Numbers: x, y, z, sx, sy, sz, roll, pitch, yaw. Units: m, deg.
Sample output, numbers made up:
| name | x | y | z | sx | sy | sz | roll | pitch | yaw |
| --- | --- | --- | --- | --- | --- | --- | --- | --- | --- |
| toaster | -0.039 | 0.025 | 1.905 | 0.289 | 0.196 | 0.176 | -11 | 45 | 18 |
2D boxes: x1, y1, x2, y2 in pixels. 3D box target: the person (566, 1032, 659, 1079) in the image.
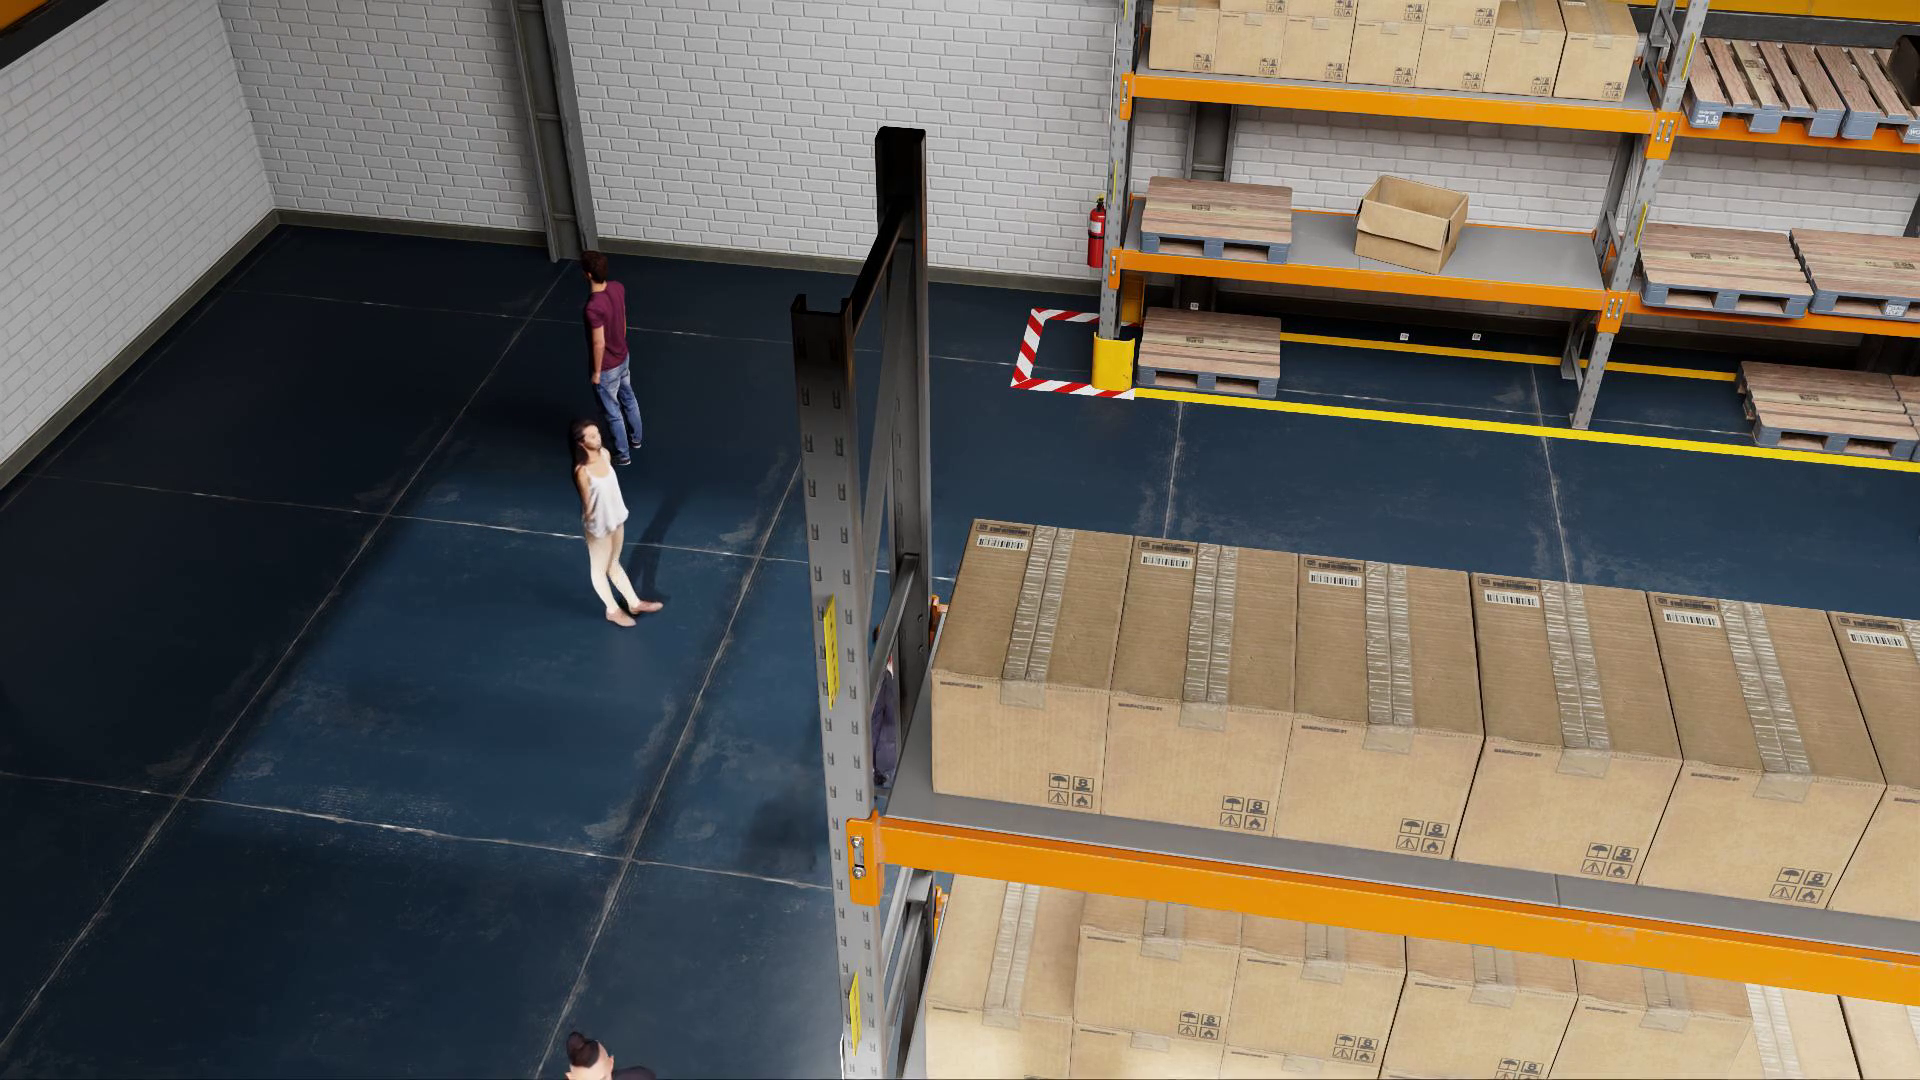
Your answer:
| name | x | y | z | sx | sy | sz | roll | pitch | yaw |
| --- | --- | --- | --- | --- | --- | --- | --- | --- | --- |
| person | -1.606 | 2.797 | 7.672 | 0.826 | 1.938 | 0.907 | -15 | 41 | -18 |

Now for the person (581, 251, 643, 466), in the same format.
| name | x | y | z | sx | sy | sz | roll | pitch | yaw |
| --- | --- | --- | --- | --- | --- | --- | --- | --- | --- |
| person | -2.750 | -1.437 | 13.040 | 0.588 | 1.855 | 0.679 | 10 | 40 | 13 |

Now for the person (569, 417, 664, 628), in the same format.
| name | x | y | z | sx | sy | sz | roll | pitch | yaw |
| --- | --- | --- | --- | --- | --- | --- | --- | --- | --- |
| person | -2.496 | -0.135 | 11.584 | 0.746 | 1.638 | 0.587 | 10 | 40 | 12 |
